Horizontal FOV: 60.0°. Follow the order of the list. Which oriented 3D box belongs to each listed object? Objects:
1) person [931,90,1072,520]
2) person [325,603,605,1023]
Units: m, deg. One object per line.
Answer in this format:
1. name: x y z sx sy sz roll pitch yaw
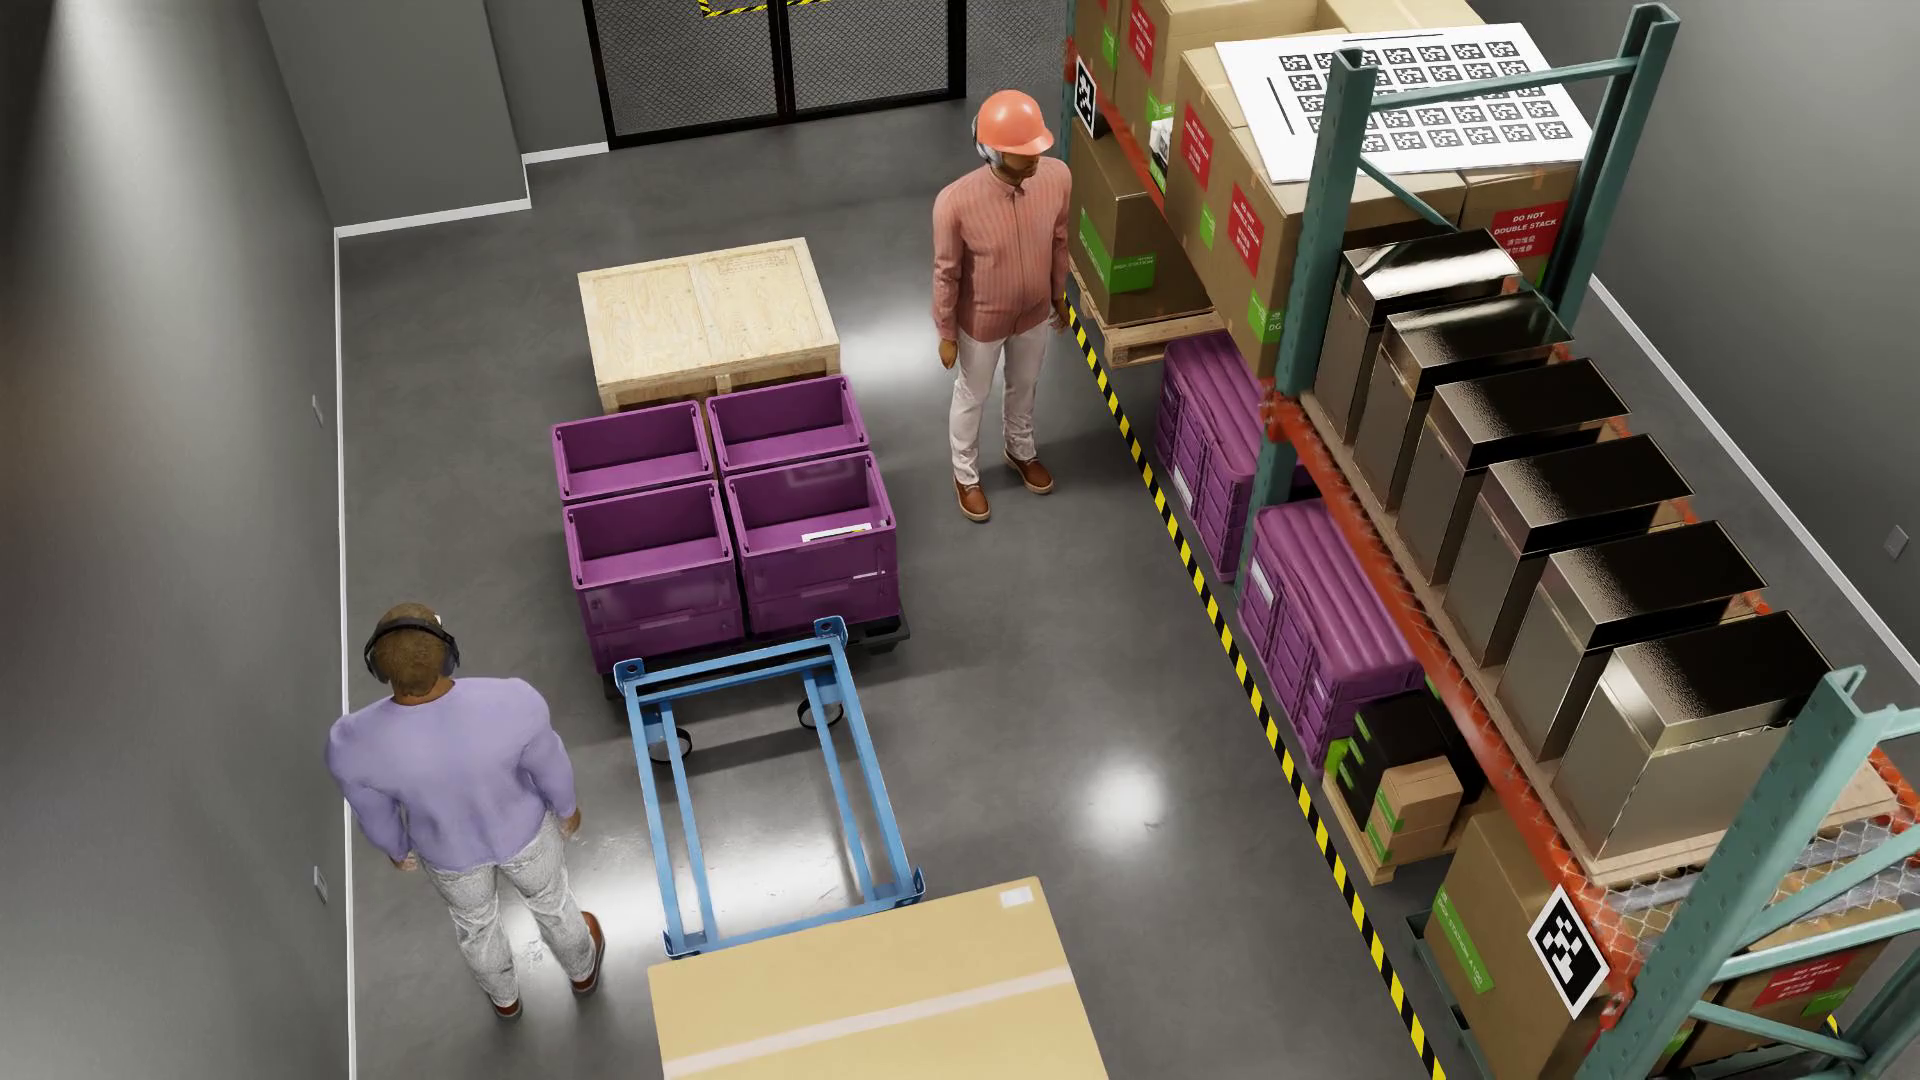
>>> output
1. person: 0.176 -0.926 6.696 0.622 1.996 0.369 -23 51 -20
2. person: -1.468 0.874 5.084 0.627 1.940 0.370 -13 49 -11
